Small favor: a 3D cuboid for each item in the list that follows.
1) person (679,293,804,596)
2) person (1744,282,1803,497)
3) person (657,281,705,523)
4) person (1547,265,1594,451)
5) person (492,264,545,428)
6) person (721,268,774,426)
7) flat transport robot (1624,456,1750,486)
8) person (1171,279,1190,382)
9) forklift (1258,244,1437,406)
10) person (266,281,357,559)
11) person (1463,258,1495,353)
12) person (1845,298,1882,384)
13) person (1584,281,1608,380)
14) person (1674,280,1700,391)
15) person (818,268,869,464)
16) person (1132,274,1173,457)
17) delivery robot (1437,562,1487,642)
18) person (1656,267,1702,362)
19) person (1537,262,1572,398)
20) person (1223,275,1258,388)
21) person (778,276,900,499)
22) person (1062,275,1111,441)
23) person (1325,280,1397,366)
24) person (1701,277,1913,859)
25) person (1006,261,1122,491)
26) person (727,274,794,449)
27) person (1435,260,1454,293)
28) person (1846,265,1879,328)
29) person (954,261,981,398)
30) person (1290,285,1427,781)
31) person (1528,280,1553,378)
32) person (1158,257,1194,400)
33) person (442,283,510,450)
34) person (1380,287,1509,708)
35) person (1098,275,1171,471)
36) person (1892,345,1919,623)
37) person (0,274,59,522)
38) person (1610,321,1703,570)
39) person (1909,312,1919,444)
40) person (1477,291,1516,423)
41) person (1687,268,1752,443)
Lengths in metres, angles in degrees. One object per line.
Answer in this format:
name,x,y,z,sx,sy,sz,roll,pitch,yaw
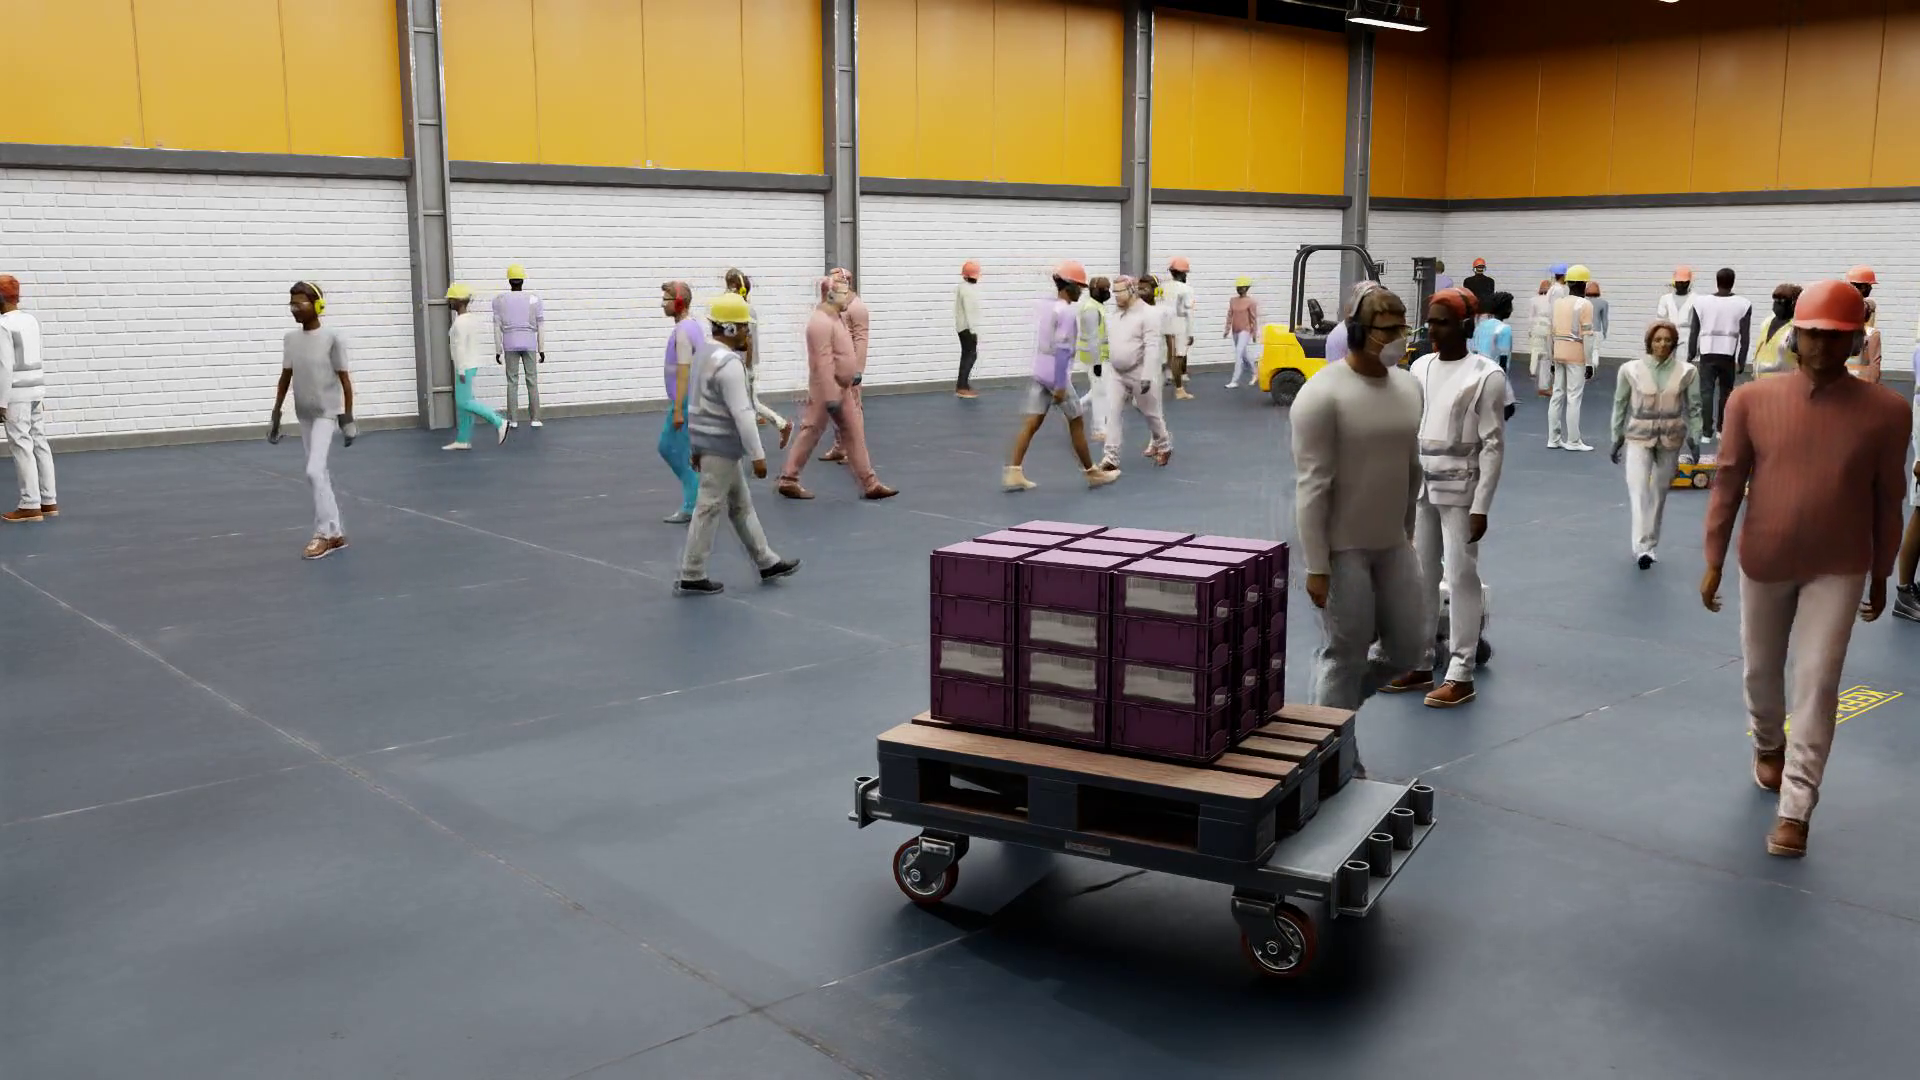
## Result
person,-1.316,-0.565,9.963,0.883,1.791,0.617,-4,10,-22
person,6.961,-1.255,13.976,0.839,1.814,0.627,-1,10,-6
person,-2.088,-1.031,12.564,0.449,1.833,0.592,-1,10,-9
person,6.367,-1.888,17.316,0.365,1.930,0.585,-5,11,-25
person,-5.186,-2.275,19.584,0.588,1.930,0.364,-3,10,-16
person,-2.713,-2.272,19.701,1.016,1.890,0.648,-2,10,-13
flat transport robot,6.743,-0.623,14.762,1.431,0.197,0.652,0,10,-2
person,3.512,-3.392,26.831,0.532,1.690,0.321,5,11,27
forklift,5.256,-2.933,22.661,2.313,2.155,1.214,3,10,16
person,-4.423,-0.800,11.189,0.528,1.850,0.663,4,11,24
person,9.704,-4.287,31.206,0.617,1.990,0.402,-1,10,-3
person,8.272,-1.415,15.398,0.308,1.641,0.517,-4,10,-22
person,10.228,-3.387,26.982,0.513,1.616,0.541,3,10,18
person,10.673,-3.077,24.851,0.811,1.740,0.527,-1,10,-8
person,-1.161,-1.694,16.250,0.405,1.906,0.653,-6,12,-34
person,1.964,-1.766,16.845,0.542,1.851,0.508,7,12,36
delivery robot,2.352,0.271,8.423,0.477,0.478,0.707,-2,10,-14
person,9.307,-2.590,21.552,0.559,1.895,0.977,7,12,36
person,8.565,-2.958,23.582,0.687,1.924,0.645,2,10,9
person,4.418,-3.235,25.779,0.855,1.734,0.518,-7,12,-35
person,-1.057,-1.240,13.752,1.017,1.858,0.662,2,10,13
person,1.443,-1.975,18.174,0.579,1.820,0.638,2,10,13
person,2.772,-0.883,11.632,0.682,1.867,0.906,-7,12,-34
person,2.988,0.050,5.911,0.620,1.964,0.975,5,11,29
person,0.855,-1.393,14.289,1.080,1.978,0.640,-3,10,-19
person,-2.127,-1.796,17.050,0.745,1.849,0.513,-3,10,-15
person,9.169,-4.405,32.029,0.634,1.938,0.355,5,11,26
person,8.688,-1.700,16.191,0.356,1.937,0.552,-3,10,-15
person,0.087,-2.994,23.791,0.411,1.951,0.674,-1,10,-7
person,1.452,0.036,6.072,0.638,1.920,0.479,-6,12,-33
person,9.651,-3.475,27.507,0.494,1.624,0.280,4,10,21
person,2.951,-2.913,23.080,0.880,2.018,0.618,-8,13,-39
person,-5.066,-1.794,17.283,0.648,1.752,0.521,-1,10,-7
person,2.184,-0.191,7.522,0.356,1.882,0.573,-5,11,-28
person,1.666,-1.589,15.803,0.648,1.857,1.006,9,13,41
person,5.483,-0.503,9.196,0.552,1.933,0.368,-6,11,-31
person,-7.190,-1.079,12.716,0.337,1.882,0.583,0,10,0
person,4.509,-0.604,10.746,0.541,1.591,0.831,2,10,12
person,10.429,-1.912,17.744,0.403,1.830,0.598,1,10,7
person,5.220,-1.584,16.272,0.361,1.684,0.532,-3,10,-15
person,8.323,-2.027,18.272,0.610,1.886,0.885,4,11,23
